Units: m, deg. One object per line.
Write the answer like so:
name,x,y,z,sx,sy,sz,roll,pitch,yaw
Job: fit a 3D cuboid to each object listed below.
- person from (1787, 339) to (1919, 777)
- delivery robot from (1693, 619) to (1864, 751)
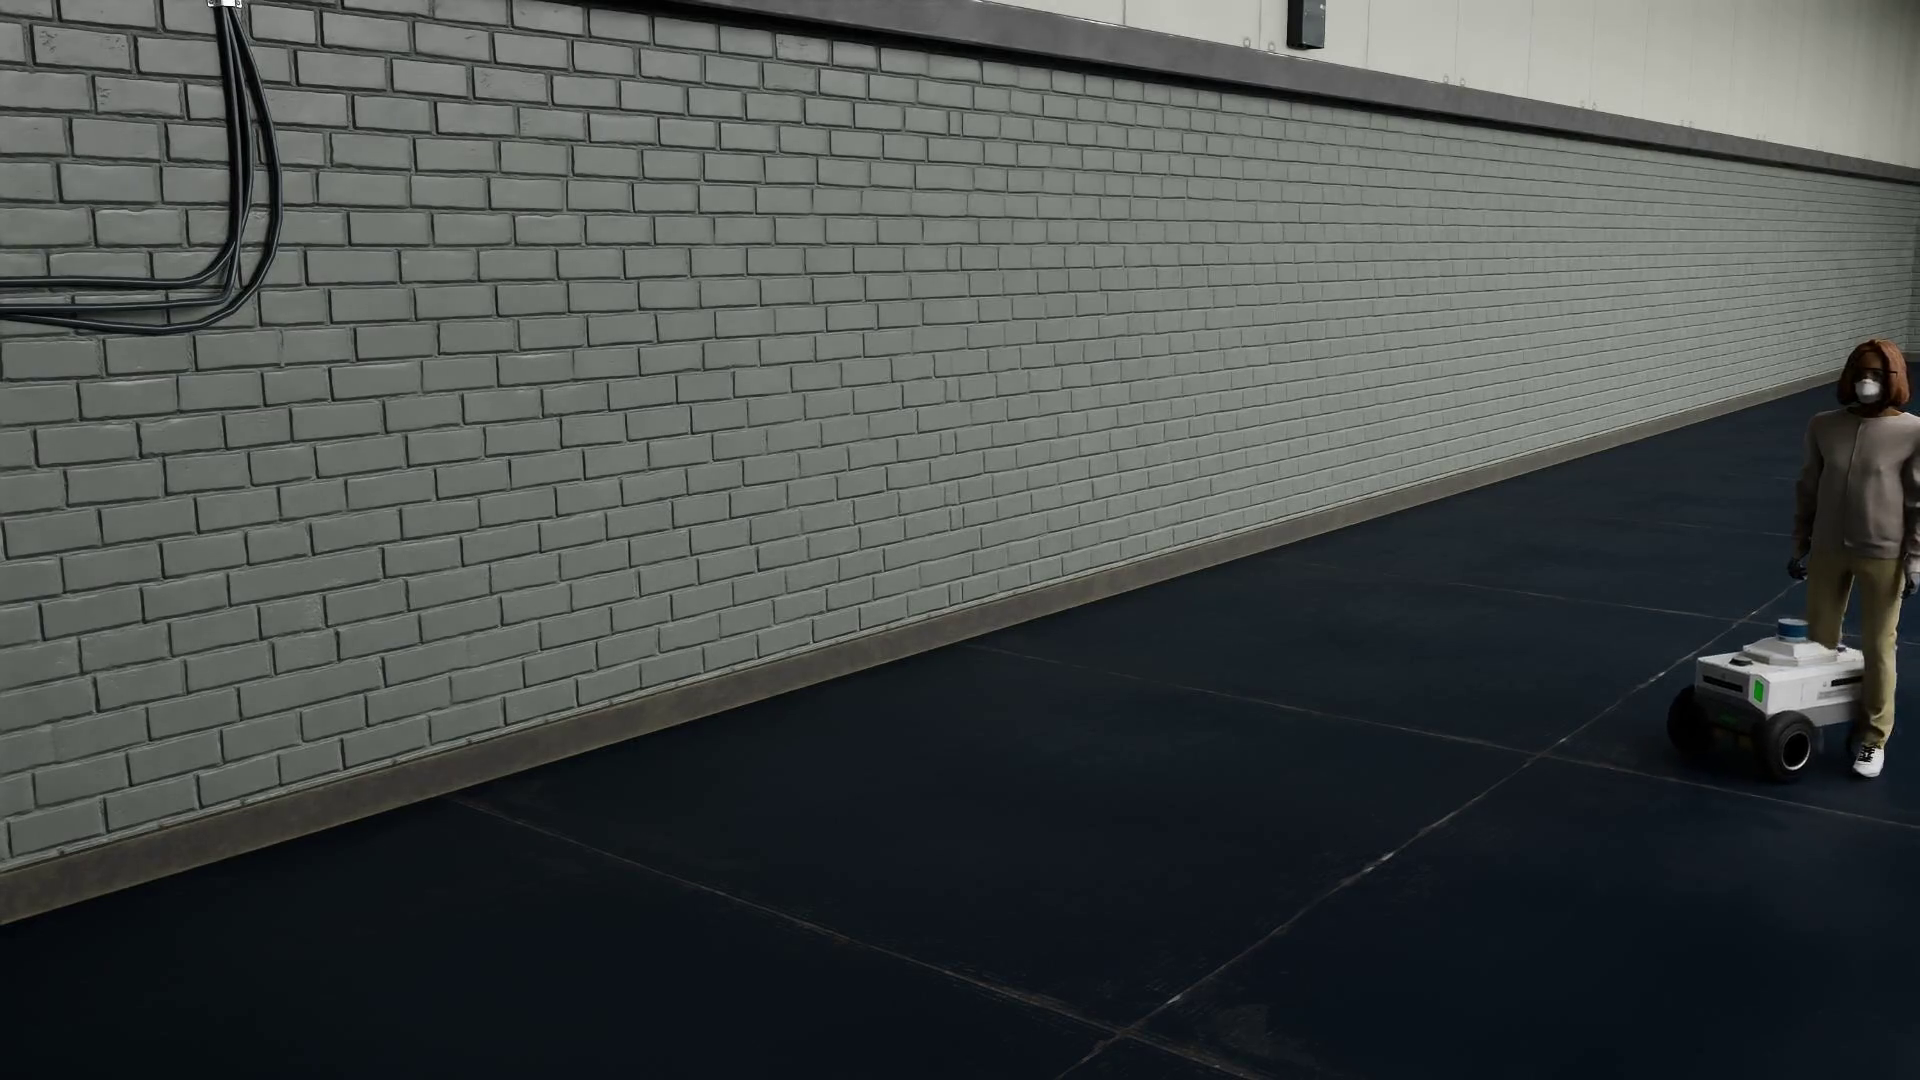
person,3.383,0.064,6.281,0.277,1.635,0.504,-8,13,-38
delivery robot,3.208,0.549,6.448,0.707,0.478,0.477,-5,11,-24
